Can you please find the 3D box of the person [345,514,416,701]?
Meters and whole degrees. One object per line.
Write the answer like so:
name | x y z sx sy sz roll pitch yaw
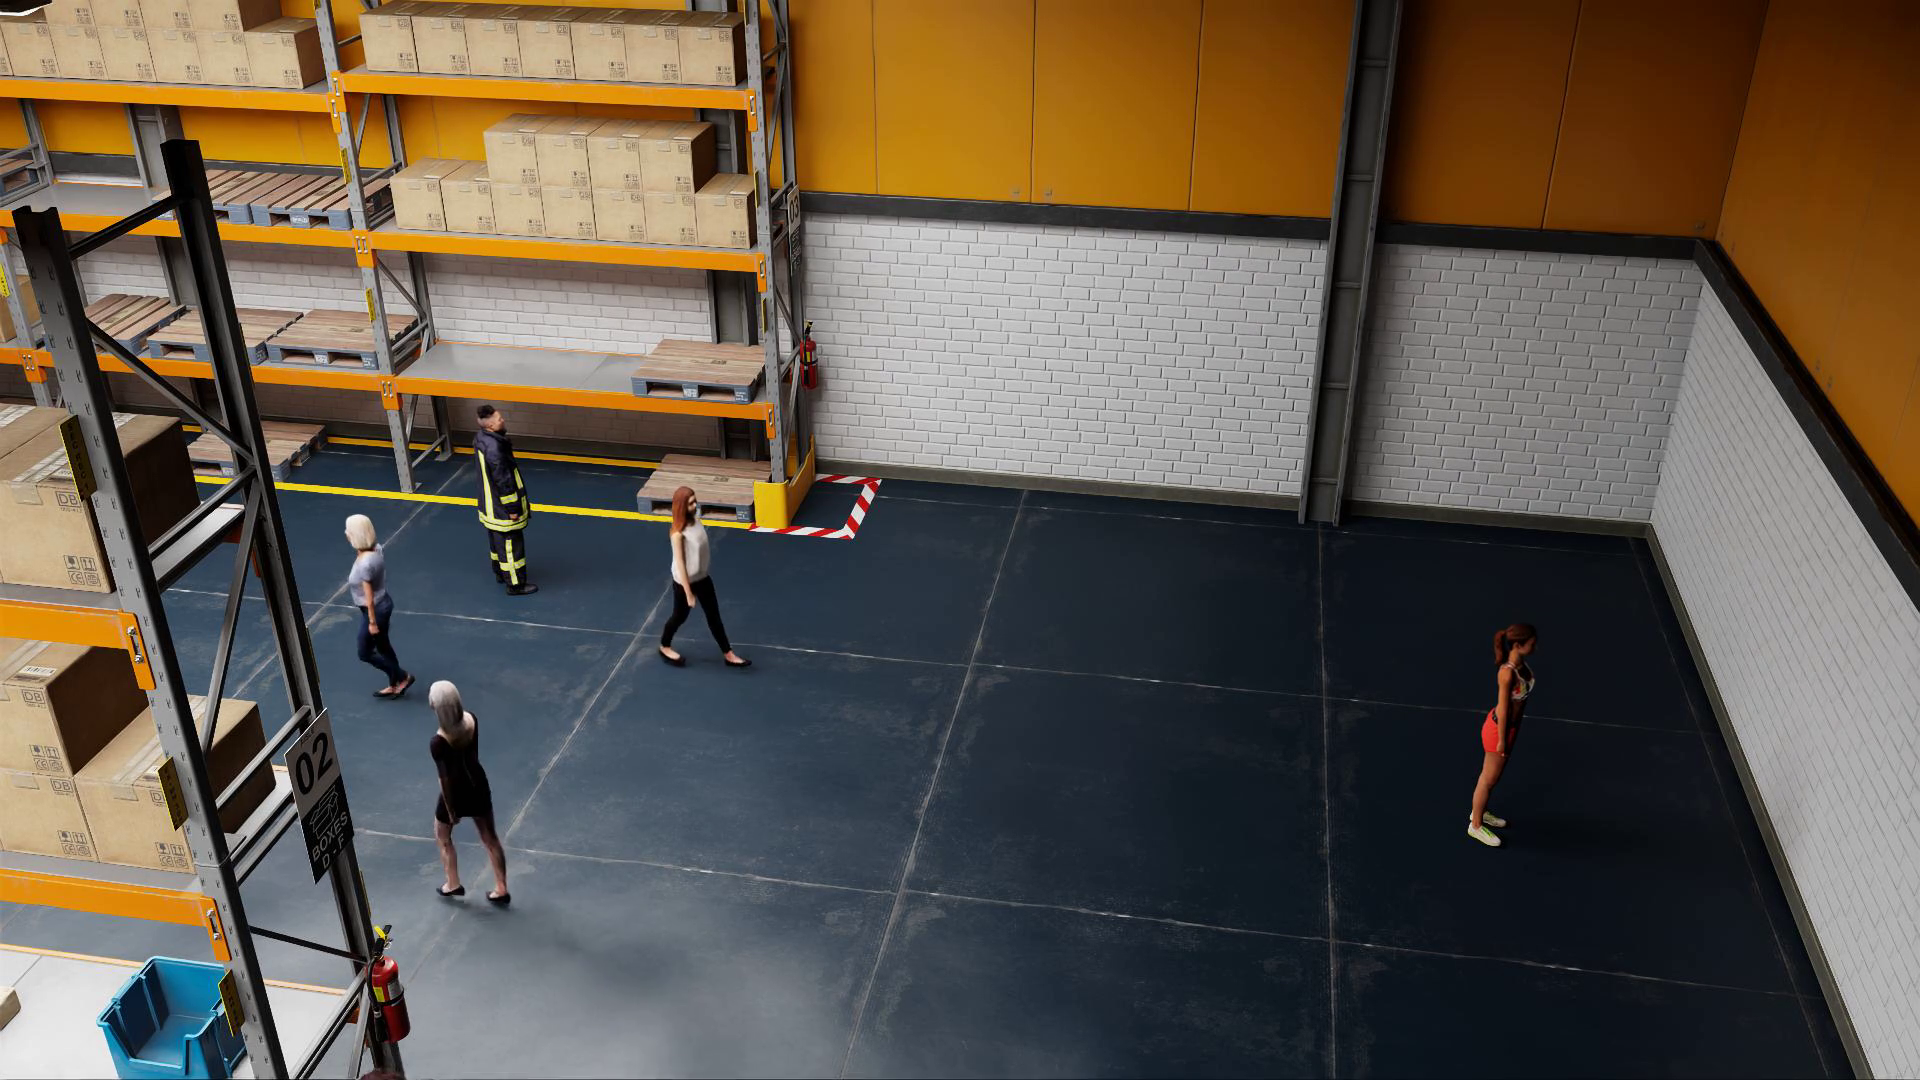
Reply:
person | -4.664 0.568 13.505 0.716 1.712 0.685 -4 29 -8

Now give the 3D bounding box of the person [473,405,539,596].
person | -4.176 -0.401 15.126 0.929 1.861 0.884 -16 32 -27

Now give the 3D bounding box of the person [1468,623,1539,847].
person | 3.900 1.364 11.964 0.643 1.790 0.650 14 32 24

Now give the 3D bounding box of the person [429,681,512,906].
person | -3.262 1.751 11.231 0.890 1.813 0.768 17 33 28

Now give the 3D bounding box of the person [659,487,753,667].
person | -2.333 0.344 13.953 1.133 1.676 0.794 13 31 22
